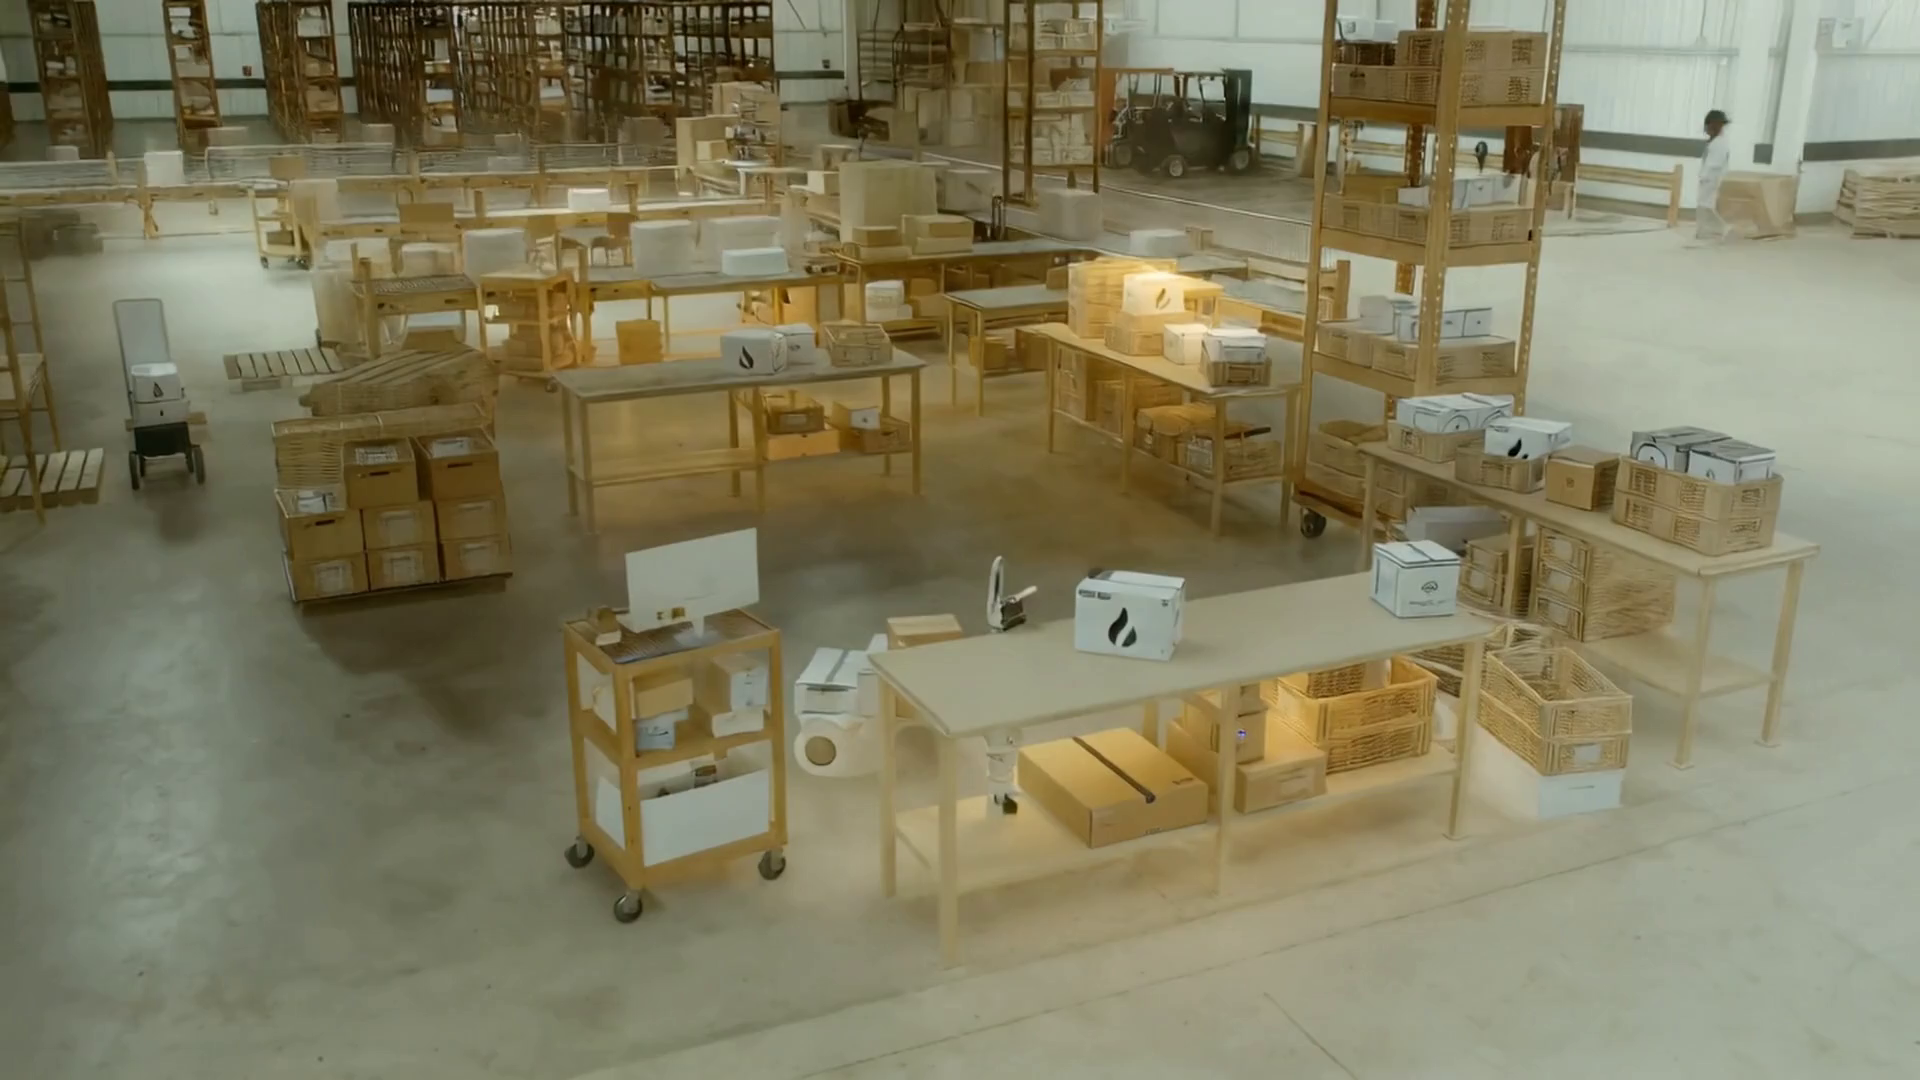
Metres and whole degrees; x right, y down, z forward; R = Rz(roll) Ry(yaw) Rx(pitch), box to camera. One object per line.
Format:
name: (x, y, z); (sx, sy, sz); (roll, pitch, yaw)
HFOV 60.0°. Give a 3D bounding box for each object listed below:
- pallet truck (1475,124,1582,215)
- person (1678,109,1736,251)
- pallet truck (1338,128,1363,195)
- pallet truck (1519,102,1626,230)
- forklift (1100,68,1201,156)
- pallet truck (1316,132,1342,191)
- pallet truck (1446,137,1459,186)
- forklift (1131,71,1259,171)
pallet truck: (9.707, -6.455, 28.103); (1.885, 1.965, 0.823); (-7, 19, -20)
person: (10.922, -5.197, 24.086); (0.665, 2.031, 0.623); (5, 18, 15)
pallet truck: (7.845, -7.140, 31.411); (1.522, 1.261, 0.704); (-9, 20, -25)
pallet truck: (9.972, -6.037, 26.785); (1.885, 1.965, 0.823); (-9, 20, -25)
forklift: (4.082, -9.564, 37.410); (2.680, 1.987, 1.157); (-8, 19, -23)
pallet truck: (7.723, -7.504, 32.656); (1.601, 1.201, 0.680); (-8, 19, -23)
pallet truck: (9.184, -6.485, 29.328); (1.630, 1.274, 0.653); (-8, 19, -23)
forklift: (4.998, -8.936, 35.413); (2.680, 1.987, 1.157); (-9, 20, -25)
